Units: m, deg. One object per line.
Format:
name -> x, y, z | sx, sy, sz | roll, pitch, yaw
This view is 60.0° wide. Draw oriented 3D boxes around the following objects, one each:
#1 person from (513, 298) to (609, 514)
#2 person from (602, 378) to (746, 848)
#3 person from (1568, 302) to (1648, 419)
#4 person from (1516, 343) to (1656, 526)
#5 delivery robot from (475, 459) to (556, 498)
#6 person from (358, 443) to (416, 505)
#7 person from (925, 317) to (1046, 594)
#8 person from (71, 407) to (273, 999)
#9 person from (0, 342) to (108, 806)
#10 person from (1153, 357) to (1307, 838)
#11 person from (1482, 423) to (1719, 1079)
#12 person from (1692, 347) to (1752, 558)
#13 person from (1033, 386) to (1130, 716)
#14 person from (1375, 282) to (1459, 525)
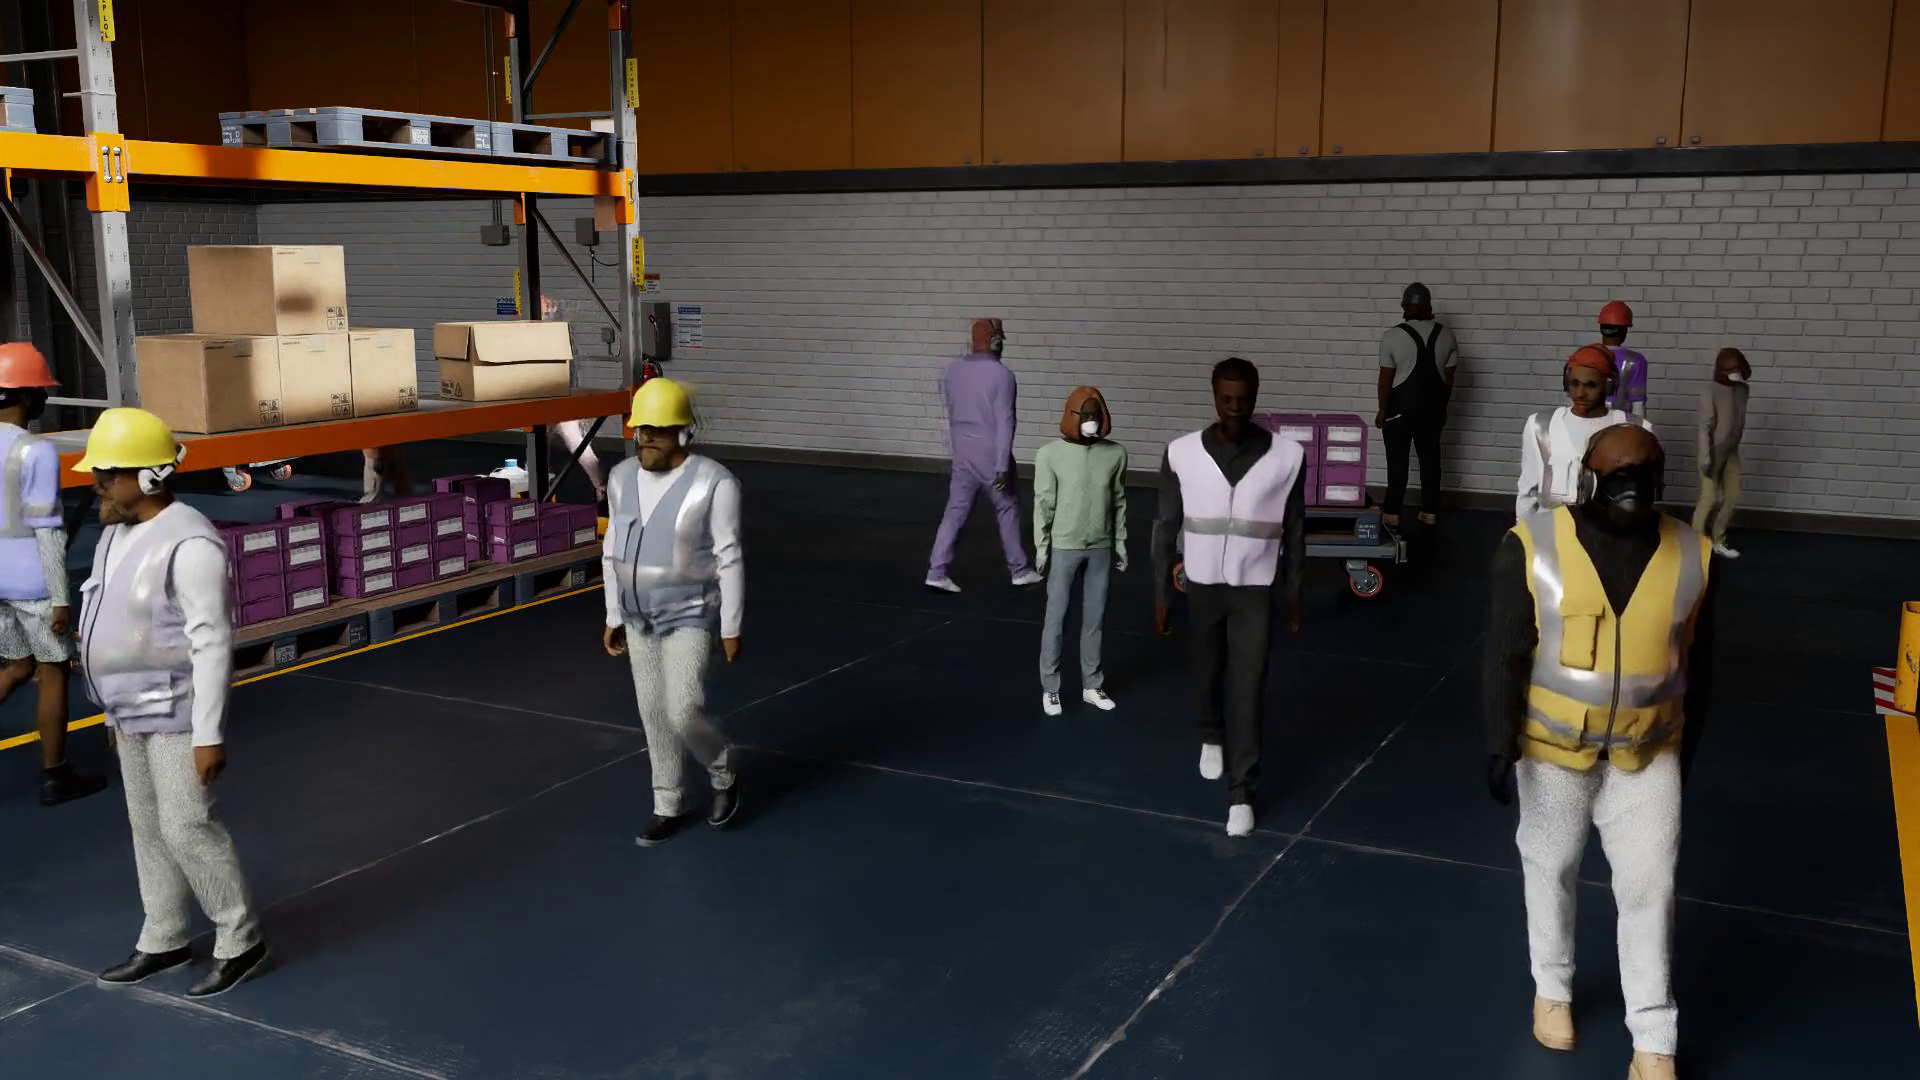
person -> -3.497, -1.152, 14.435 | 1.065, 1.931, 0.651 | -4, 11, -24
person -> -1.115, 0.284, 6.390 | 0.595, 1.820, 0.420 | 5, 11, 29
person -> 4.710, -0.749, 12.125 | 0.554, 1.934, 0.544 | 7, 12, 35
person -> 2.788, 0.059, 7.481 | 0.575, 1.886, 0.359 | 5, 11, 28
delivery robot -> -3.743, -0.432, 13.899 | 0.707, 0.478, 0.477 | -2, 10, -10
person -> -4.290, -0.632, 12.286 | 0.781, 1.612, 0.531 | 0, 10, 1
person -> 0.144, -0.562, 11.169 | 0.987, 1.862, 0.661 | -9, 14, -43
person -> -2.440, 0.505, 5.069 | 0.600, 1.832, 0.403 | 8, 13, 40
person -> -3.844, 0.171, 6.709 | 0.552, 1.925, 0.589 | 4, 11, 21
person -> 1.111, 0.174, 6.876 | 0.610, 1.877, 0.993 | 2, 10, 11
person -> 1.756, 0.603, 4.549 | 0.633, 1.817, 0.764 | 2, 10, 11
person -> 5.577, -0.619, 12.221 | 0.523, 1.598, 0.430 | -5, 11, -25
person -> 0.603, 0.053, 8.247 | 0.507, 1.631, 0.267 | -4, 10, -20
person -> 3.782, -1.142, 13.986 | 0.679, 2.000, 0.537 | -2, 10, -10
